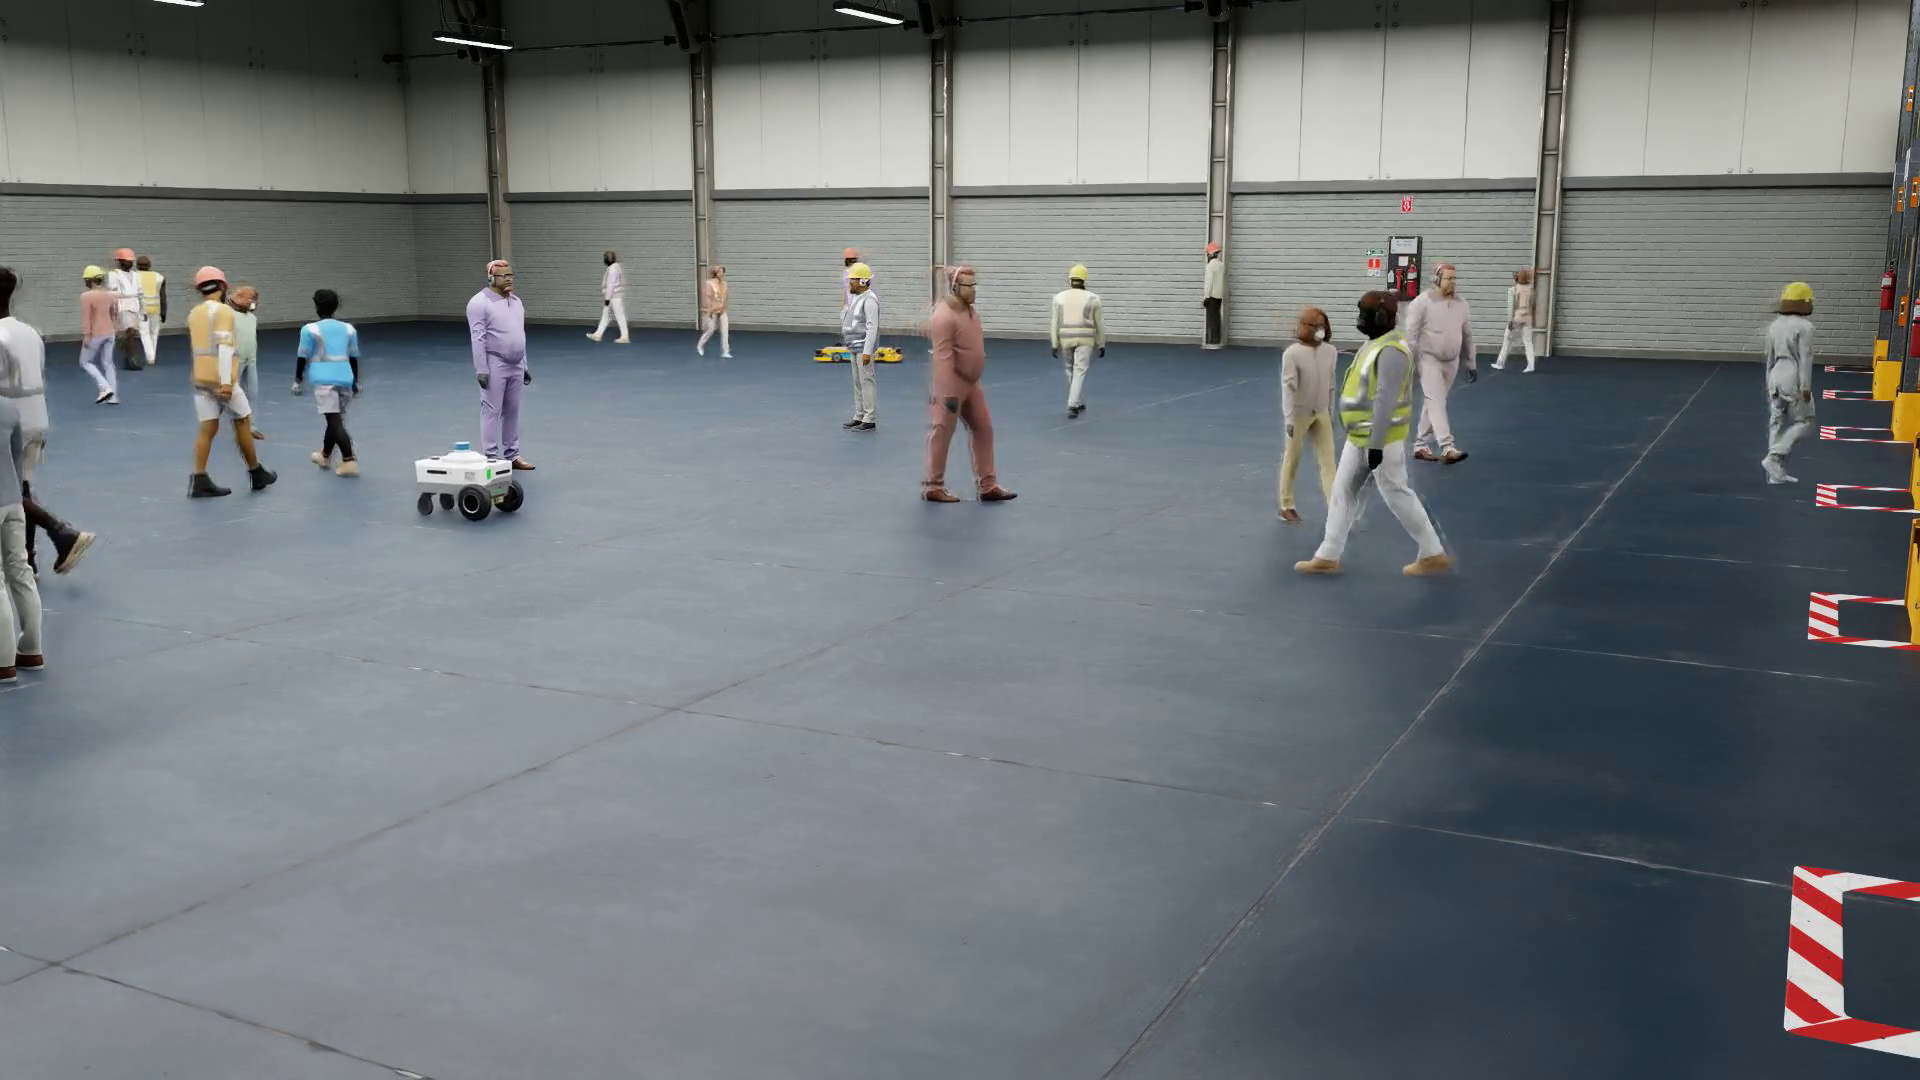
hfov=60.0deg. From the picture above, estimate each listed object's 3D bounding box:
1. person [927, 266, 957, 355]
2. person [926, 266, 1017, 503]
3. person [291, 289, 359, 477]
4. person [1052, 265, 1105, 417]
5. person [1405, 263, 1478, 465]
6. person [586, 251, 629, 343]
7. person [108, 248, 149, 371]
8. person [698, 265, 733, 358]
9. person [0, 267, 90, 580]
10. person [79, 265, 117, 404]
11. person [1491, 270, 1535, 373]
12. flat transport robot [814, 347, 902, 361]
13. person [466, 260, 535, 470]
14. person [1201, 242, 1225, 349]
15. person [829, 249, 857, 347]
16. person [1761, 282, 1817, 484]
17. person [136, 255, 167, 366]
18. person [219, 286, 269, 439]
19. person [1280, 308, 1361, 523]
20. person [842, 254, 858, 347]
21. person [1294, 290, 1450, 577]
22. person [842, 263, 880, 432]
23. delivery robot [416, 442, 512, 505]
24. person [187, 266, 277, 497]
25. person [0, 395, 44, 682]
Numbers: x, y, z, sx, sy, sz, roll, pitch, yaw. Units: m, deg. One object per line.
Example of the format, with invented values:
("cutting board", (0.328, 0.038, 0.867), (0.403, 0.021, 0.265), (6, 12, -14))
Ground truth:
("person", (-0.115, -3.969, 29.011), (0.872, 1.590, 0.537), (5, 11, 23))
("person", (0.081, -1.205, 13.127), (0.847, 1.872, 0.678), (5, 12, 27))
("person", (-5.640, -1.401, 14.806), (0.865, 1.643, 0.545), (7, 13, 35))
("person", (1.399, -2.349, 19.653), (0.610, 1.786, 0.942), (4, 11, 20))
("person", (4.529, -1.622, 15.447), (0.679, 1.860, 0.952), (-5, 11, -24))
("person", (-7.003, -4.799, 32.937), (0.901, 1.802, 0.654), (-2, 11, -10))
("person", (-12.989, -3.611, 26.140), (0.649, 1.919, 0.570), (4, 11, 20))
("person", (-4.274, -3.987, 29.025), (0.688, 1.614, 0.525), (9, 14, 41))
("person", (-5.716, -0.694, 10.145), (0.597, 1.951, 0.621), (-1, 10, -3))
("person", (-10.843, -2.566, 20.907), (0.375, 1.750, 0.544), (3, 11, 17))
("person", (8.708, -3.409, 25.941), (0.539, 1.586, 0.880), (-4, 11, -23))
("flat transport robot", (-1.717, -3.145, 28.114), (1.431, 0.197, 0.652), (1, 10, 4))
("person", (-4.098, -1.550, 14.949), (0.407, 1.910, 0.639), (5, 12, 26))
("person", (4.741, -4.576, 31.210), (0.396, 1.992, 0.622), (7, 13, 34))
("person", (-1.922, -4.292, 29.972), (0.980, 1.893, 0.556), (7, 12, 33))
("person", (7.076, -1.326, 14.181), (0.379, 1.730, 0.503), (-3, 11, -14))
("person", (-13.363, -3.767, 27.321), (0.617, 1.809, 0.931), (-9, 14, -41))
("person", (-7.587, -1.850, 17.388), (0.635, 1.607, 0.547), (3, 11, 16))
("person", (2.590, -0.878, 12.110), (0.532, 1.593, 0.804), (-5, 11, -23))
("person", (-1.948, -4.438, 30.929), (0.817, 1.823, 0.518), (7, 13, 34))
("person", (2.635, -0.652, 10.353), (0.938, 1.805, 0.637), (0, 10, 1))
("person", (-1.086, -2.101, 18.155), (0.404, 1.833, 0.589), (-4, 11, -21))
("delivery robot", (-3.784, -0.505, 12.685), (0.707, 0.478, 0.477), (4, 11, 19))
("person", (-6.070, -1.313, 13.750), (0.628, 1.869, 0.883), (6, 12, 28))
("person", (-4.658, -0.130, 7.949), (0.289, 1.633, 0.500), (1, 10, 8))
